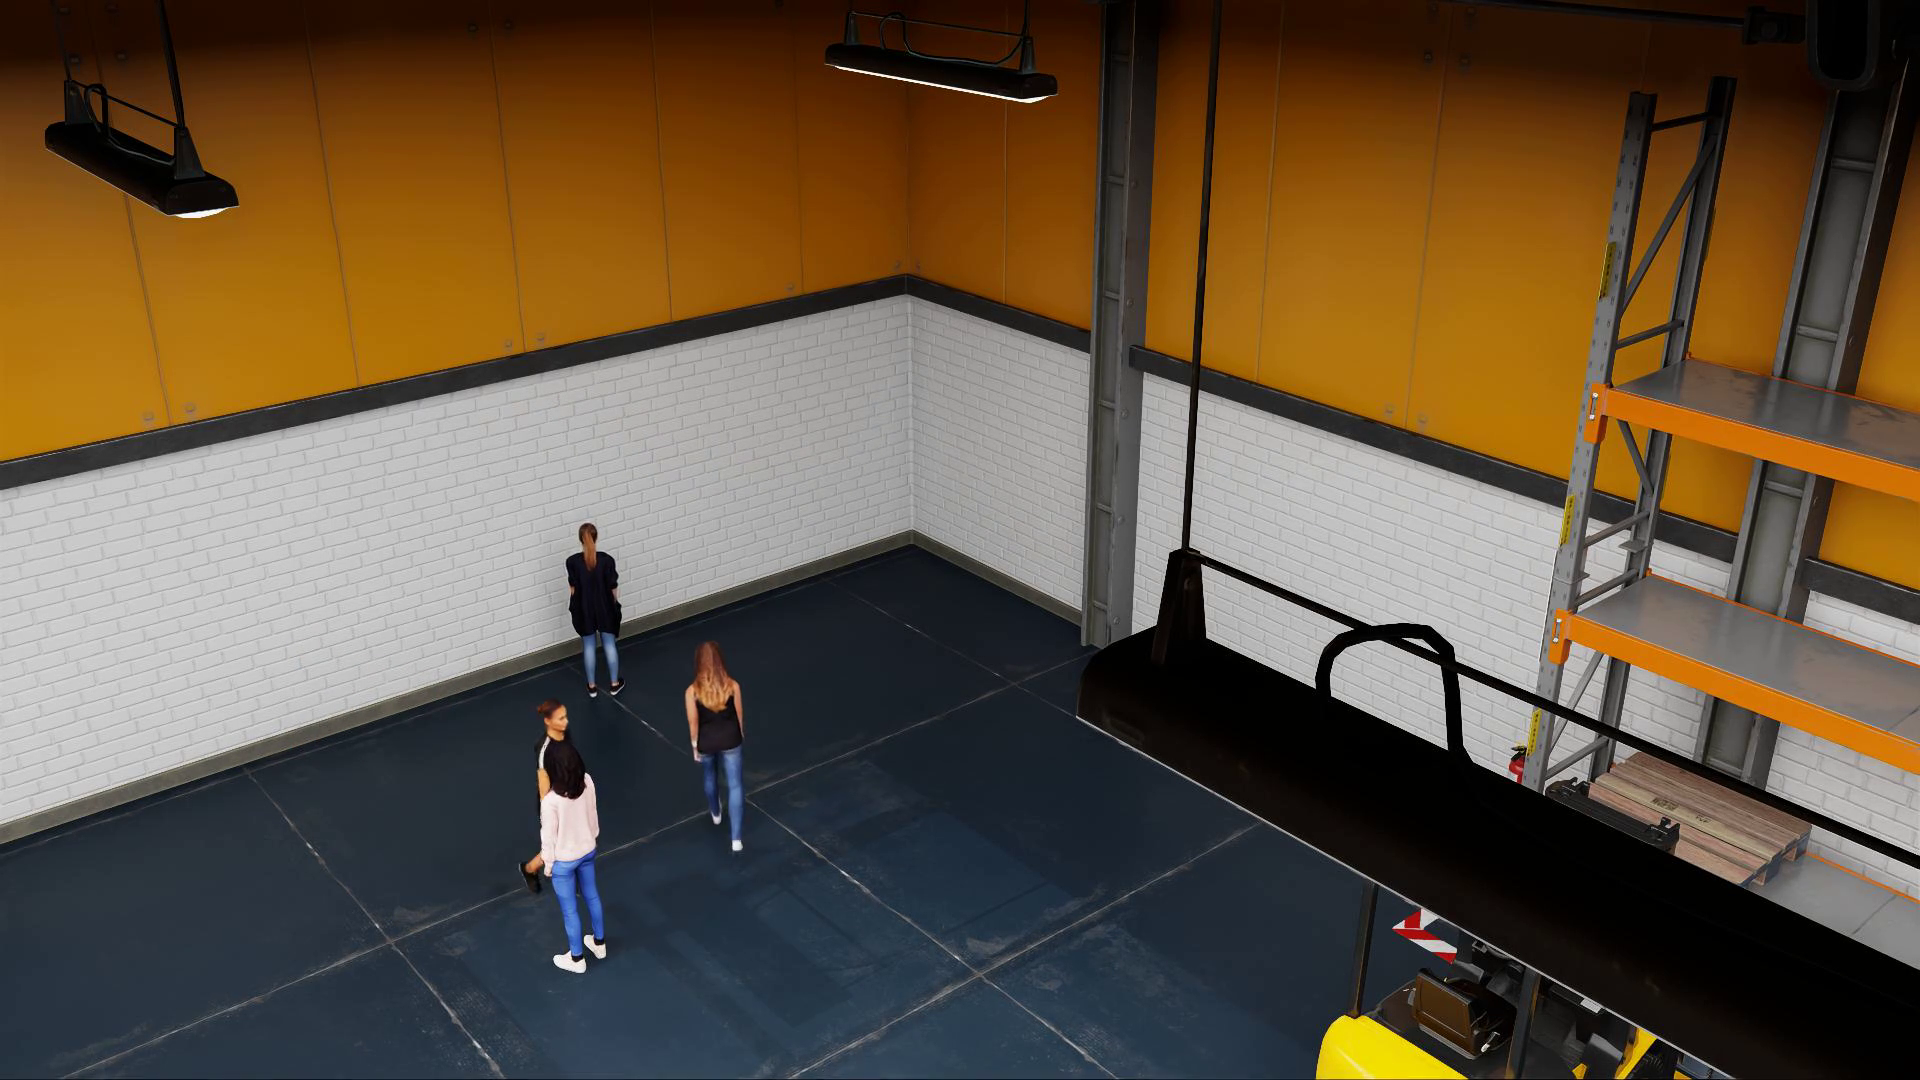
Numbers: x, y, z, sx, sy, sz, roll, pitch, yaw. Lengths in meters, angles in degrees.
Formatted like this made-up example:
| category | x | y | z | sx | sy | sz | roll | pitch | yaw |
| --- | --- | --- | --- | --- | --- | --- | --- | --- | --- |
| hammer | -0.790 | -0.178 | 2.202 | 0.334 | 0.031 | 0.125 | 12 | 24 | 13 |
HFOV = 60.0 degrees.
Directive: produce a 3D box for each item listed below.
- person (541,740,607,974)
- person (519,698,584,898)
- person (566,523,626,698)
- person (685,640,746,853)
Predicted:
| category | x | y | z | sx | sy | sz | roll | pitch | yaw |
| --- | --- | --- | --- | --- | --- | --- | --- | --- | --- |
| person | -2.652 | 2.158 | 11.395 | 0.626 | 1.769 | 0.699 | 17 | 29 | 33 |
| person | -3.006 | 1.890 | 12.151 | 0.889 | 1.653 | 0.805 | 7 | 24 | 15 |
| person | -3.290 | 0.625 | 15.007 | 0.719 | 1.685 | 0.744 | -2 | 24 | -5 |
| person | -1.834 | 1.613 | 12.741 | 0.956 | 1.688 | 1.158 | -3 | 24 | -7 |
